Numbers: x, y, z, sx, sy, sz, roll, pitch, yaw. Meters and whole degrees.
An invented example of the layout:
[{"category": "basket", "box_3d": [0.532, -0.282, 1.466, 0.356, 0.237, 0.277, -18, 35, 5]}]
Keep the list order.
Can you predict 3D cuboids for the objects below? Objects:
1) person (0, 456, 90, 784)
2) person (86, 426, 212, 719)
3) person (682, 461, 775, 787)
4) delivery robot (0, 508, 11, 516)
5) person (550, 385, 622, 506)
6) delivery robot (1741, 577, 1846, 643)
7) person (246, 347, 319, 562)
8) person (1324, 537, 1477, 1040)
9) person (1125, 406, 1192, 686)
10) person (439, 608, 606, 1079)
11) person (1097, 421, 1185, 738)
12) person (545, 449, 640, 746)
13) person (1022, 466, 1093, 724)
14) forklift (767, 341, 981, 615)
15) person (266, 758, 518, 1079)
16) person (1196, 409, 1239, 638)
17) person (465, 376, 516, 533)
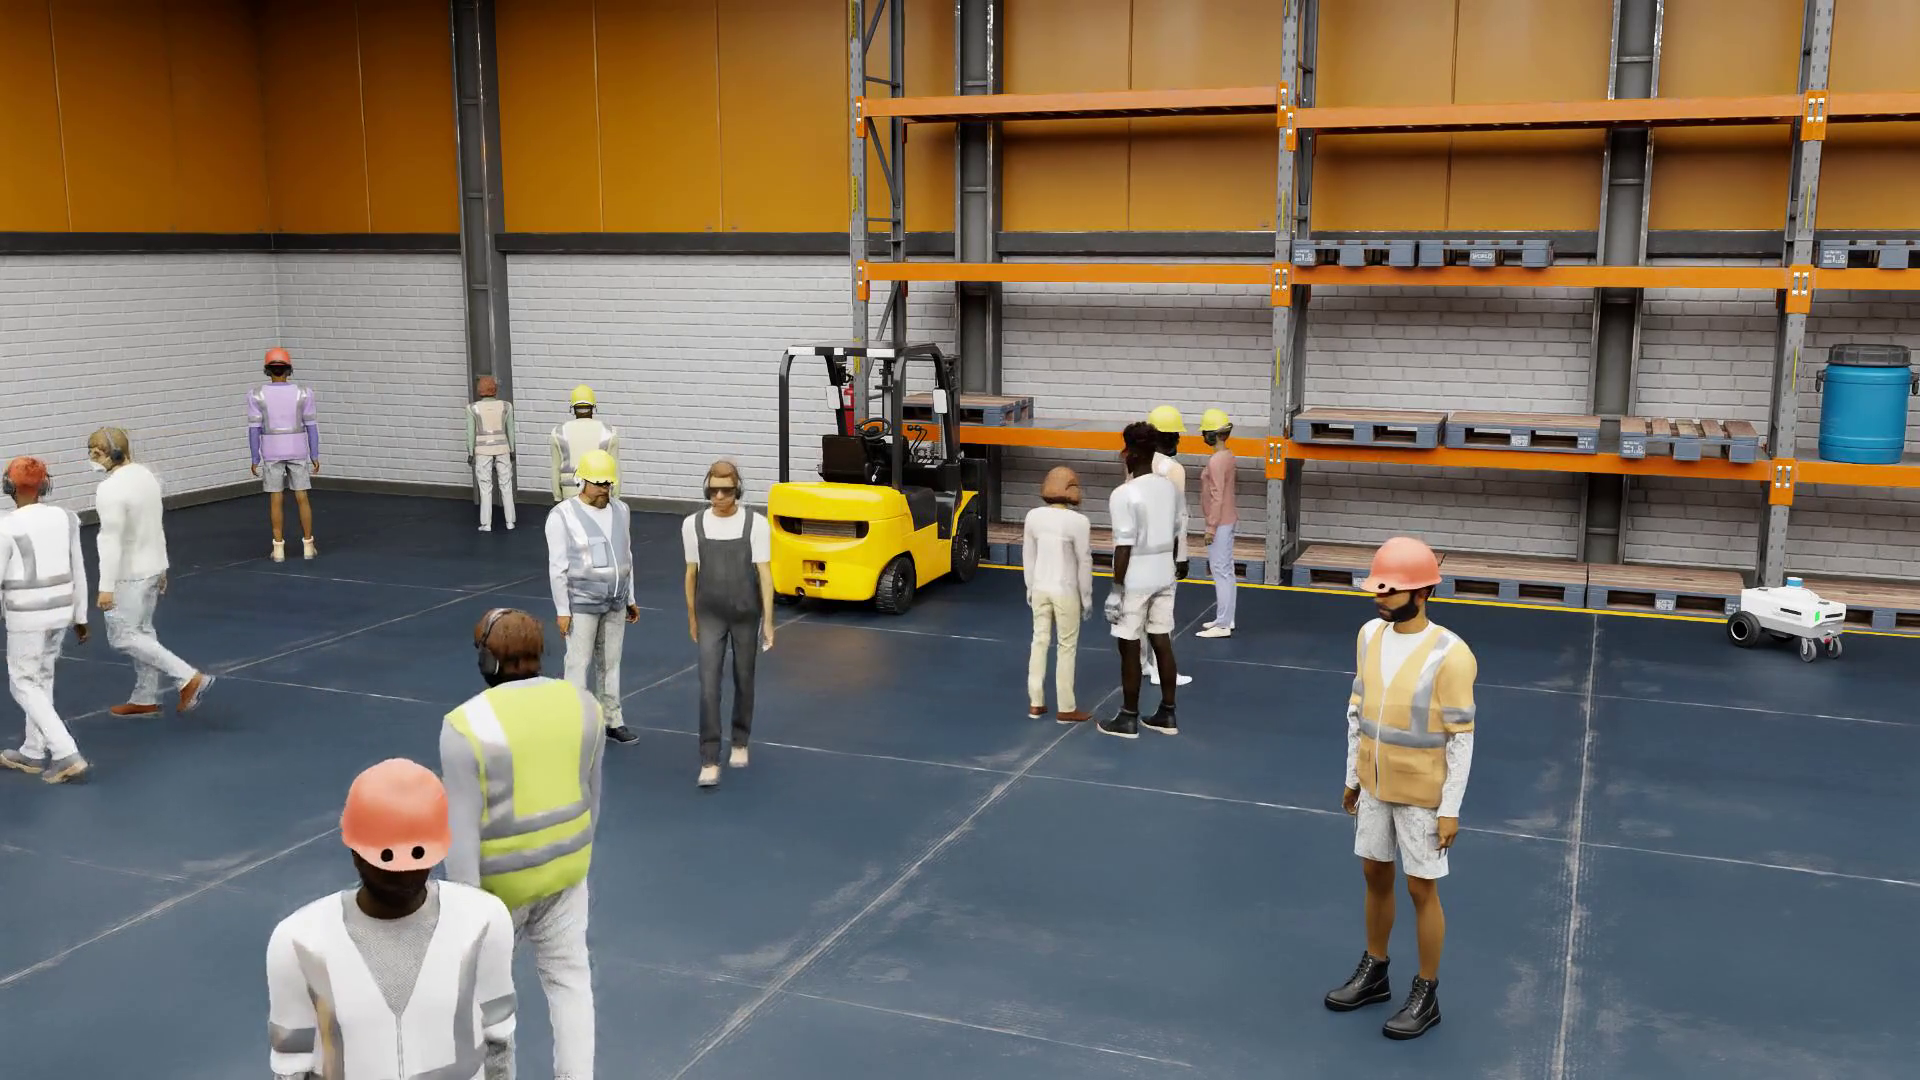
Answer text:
[{"category": "person", "box_3d": [-5.213, 0.447, 9.374, 0.684, 1.863, 0.594, 3, 11, 18]}, {"category": "person", "box_3d": [-5.095, 0.228, 10.411, 0.637, 1.909, 0.668, -1, 10, -5]}, {"category": "person", "box_3d": [-1.300, 0.467, 9.341, 0.528, 1.806, 0.870, -1, 10, -3]}, {"category": "delivery robot", "box_3d": [-9.264, -0.128, 15.911, 0.707, 0.478, 0.477, -6, 12, -28]}, {"category": "person", "box_3d": [-3.192, -0.410, 14.223, 0.591, 1.824, 0.404, -2, 10, -10]}, {"category": "delivery robot", "box_3d": [6.158, 0.519, 12.306, 0.477, 0.478, 0.707, -5, 11, -24]}, {"category": "person", "box_3d": [-6.445, -0.816, 15.866, 0.615, 2.039, 0.391, -5, 11, -26]}, {"category": "person", "box_3d": [1.677, 0.940, 6.374, 0.364, 1.934, 0.553, -7, 12, -33]}, {"category": "person", "box_3d": [1.370, 0.038, 11.426, 0.372, 1.925, 0.596, -6, 12, -31]}, {"category": "person", "box_3d": [-1.537, 1.121, 5.682, 0.748, 1.816, 0.667, 9, 14, 42]}, {"category": "person", "box_3d": [1.116, 0.245, 10.182, 0.613, 1.964, 0.361, -9, 14, -42]}, {"category": "person", "box_3d": [-2.158, 0.364, 9.900, 0.403, 1.823, 0.588, 8, 13, 39]}, {"category": "person", "box_3d": [0.622, 0.345, 10.539, 0.509, 1.631, 0.272, 8, 13, 39]}, {"category": "forklift", "box_3d": [-0.739, -0.602, 14.246, 1.214, 2.155, 2.313, 4, 11, 21]}, {"category": "person", "box_3d": [-1.319, 1.393, 3.924, 0.550, 1.912, 0.706, -4, 11, -21]}, {"category": "person", "box_3d": [1.969, -0.125, 12.790, 0.328, 1.765, 0.528, 4, 11, 21]}, {"category": "person", "box_3d": [-4.905, -0.893, 17.416, 0.515, 1.639, 0.314, -5, 11, -26]}]
